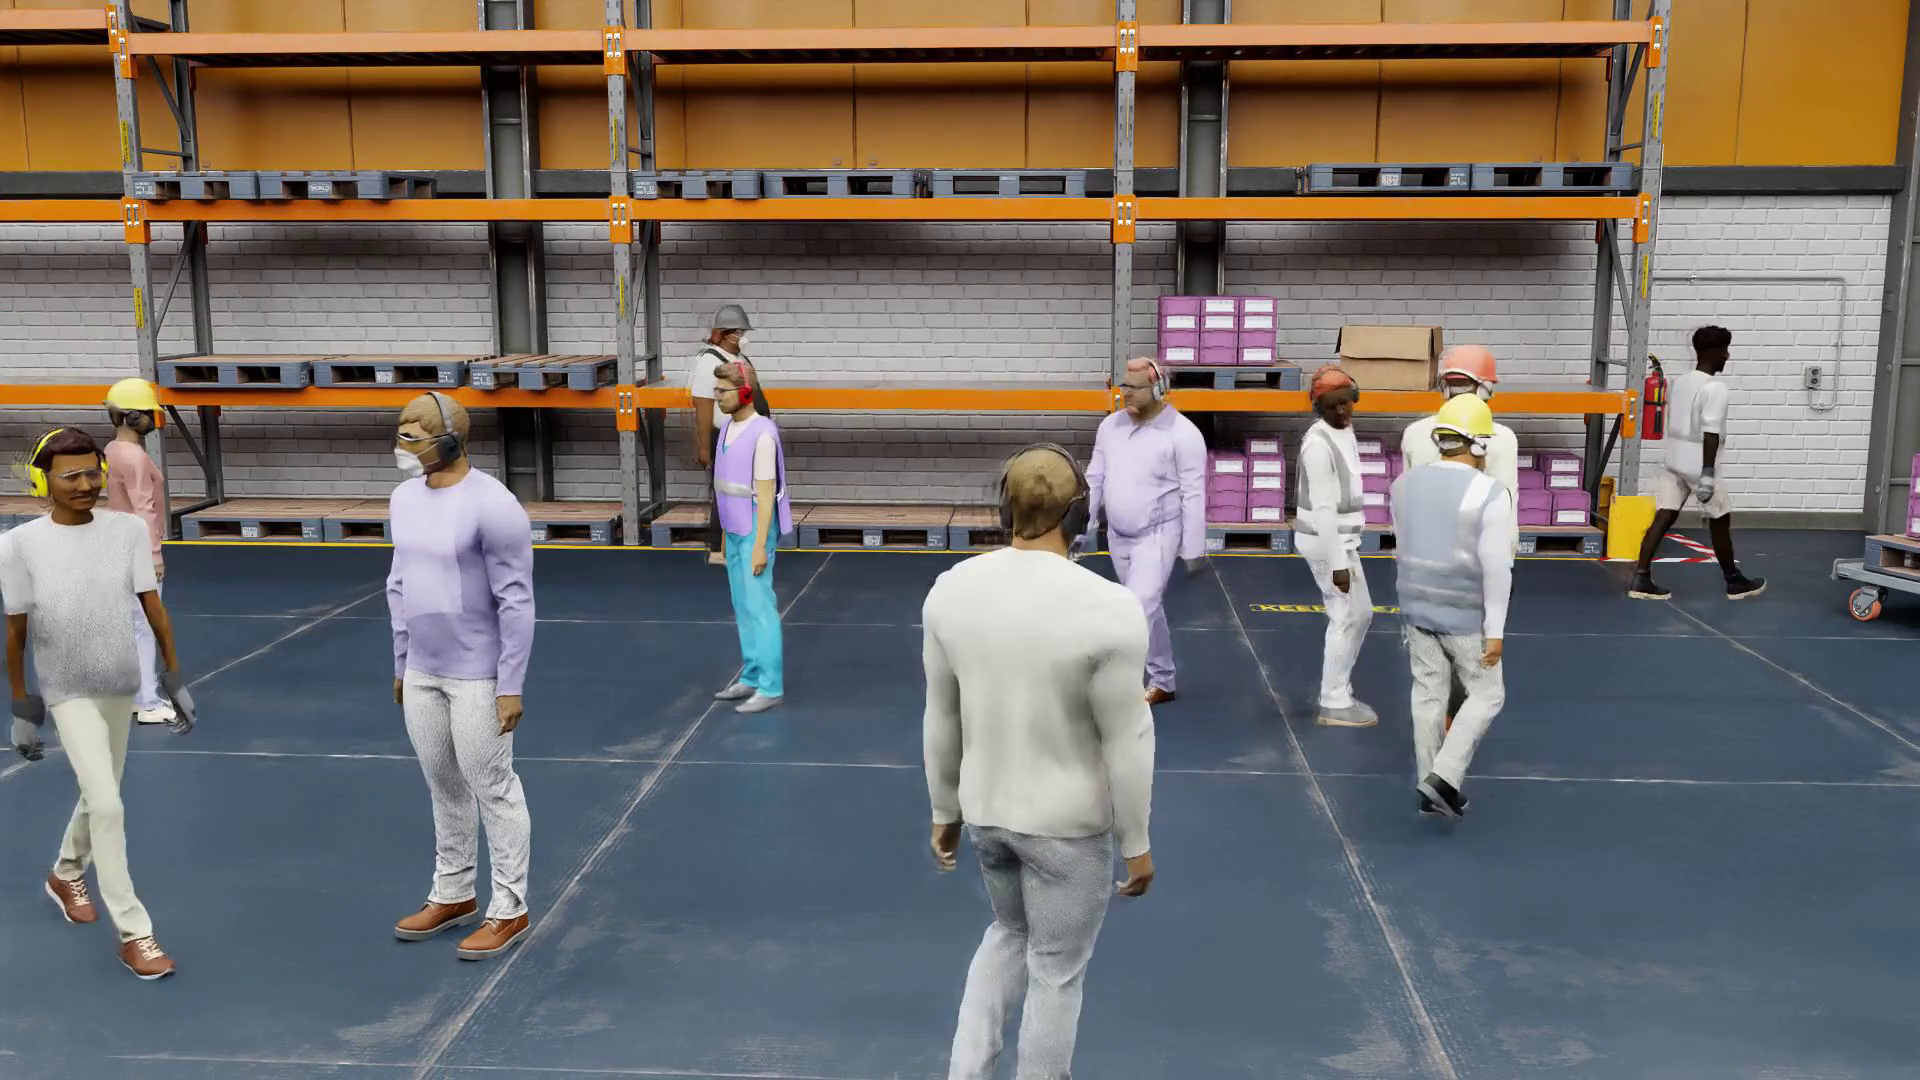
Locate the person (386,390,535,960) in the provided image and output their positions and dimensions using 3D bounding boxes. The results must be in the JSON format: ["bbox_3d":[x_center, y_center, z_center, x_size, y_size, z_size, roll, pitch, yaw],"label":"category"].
[{"bbox_3d":[-1.706,0.456,5.671,0.633,1.936,0.353,6,12,33],"label":"person"}]

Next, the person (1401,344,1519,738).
[{"bbox_3d":[2.339,0.072,7.814,0.619,1.972,0.496,10,14,44],"label":"person"}]

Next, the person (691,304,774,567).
[{"bbox_3d":[-1.630,-0.791,12.671,0.754,2.000,0.690,2,10,9],"label":"person"}]

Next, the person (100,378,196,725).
[{"bbox_3d":[-4.183,0.059,8.503,0.314,1.768,0.522,-8,13,-40],"label":"person"}]

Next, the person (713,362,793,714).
[{"bbox_3d":[-1.094,-0.020,8.751,0.380,1.838,0.562,-6,11,-29],"label":"person"}]

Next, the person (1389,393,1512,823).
[{"bbox_3d":[2.052,0.298,6.952,0.440,1.814,0.589,-8,13,-39],"label":"person"}]

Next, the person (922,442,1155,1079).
[{"bbox_3d":[0.211,0.711,4.244,0.628,1.926,0.431,8,12,37],"label":"person"}]

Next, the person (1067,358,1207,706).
[{"bbox_3d":[0.852,0.013,8.490,0.967,1.863,0.660,-8,13,-40],"label":"person"}]

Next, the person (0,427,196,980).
[{"bbox_3d":[-2.972,0.510,5.705,0.961,1.831,0.537,7,12,36],"label":"person"}]

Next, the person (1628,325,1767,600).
[{"bbox_3d":[5.103,-0.521,11.466,0.996,1.911,0.625,-2,10,-11],"label":"person"}]

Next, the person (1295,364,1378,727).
[{"bbox_3d":[1.908,0.044,8.343,0.437,1.852,0.645,4,10,22],"label":"person"}]
